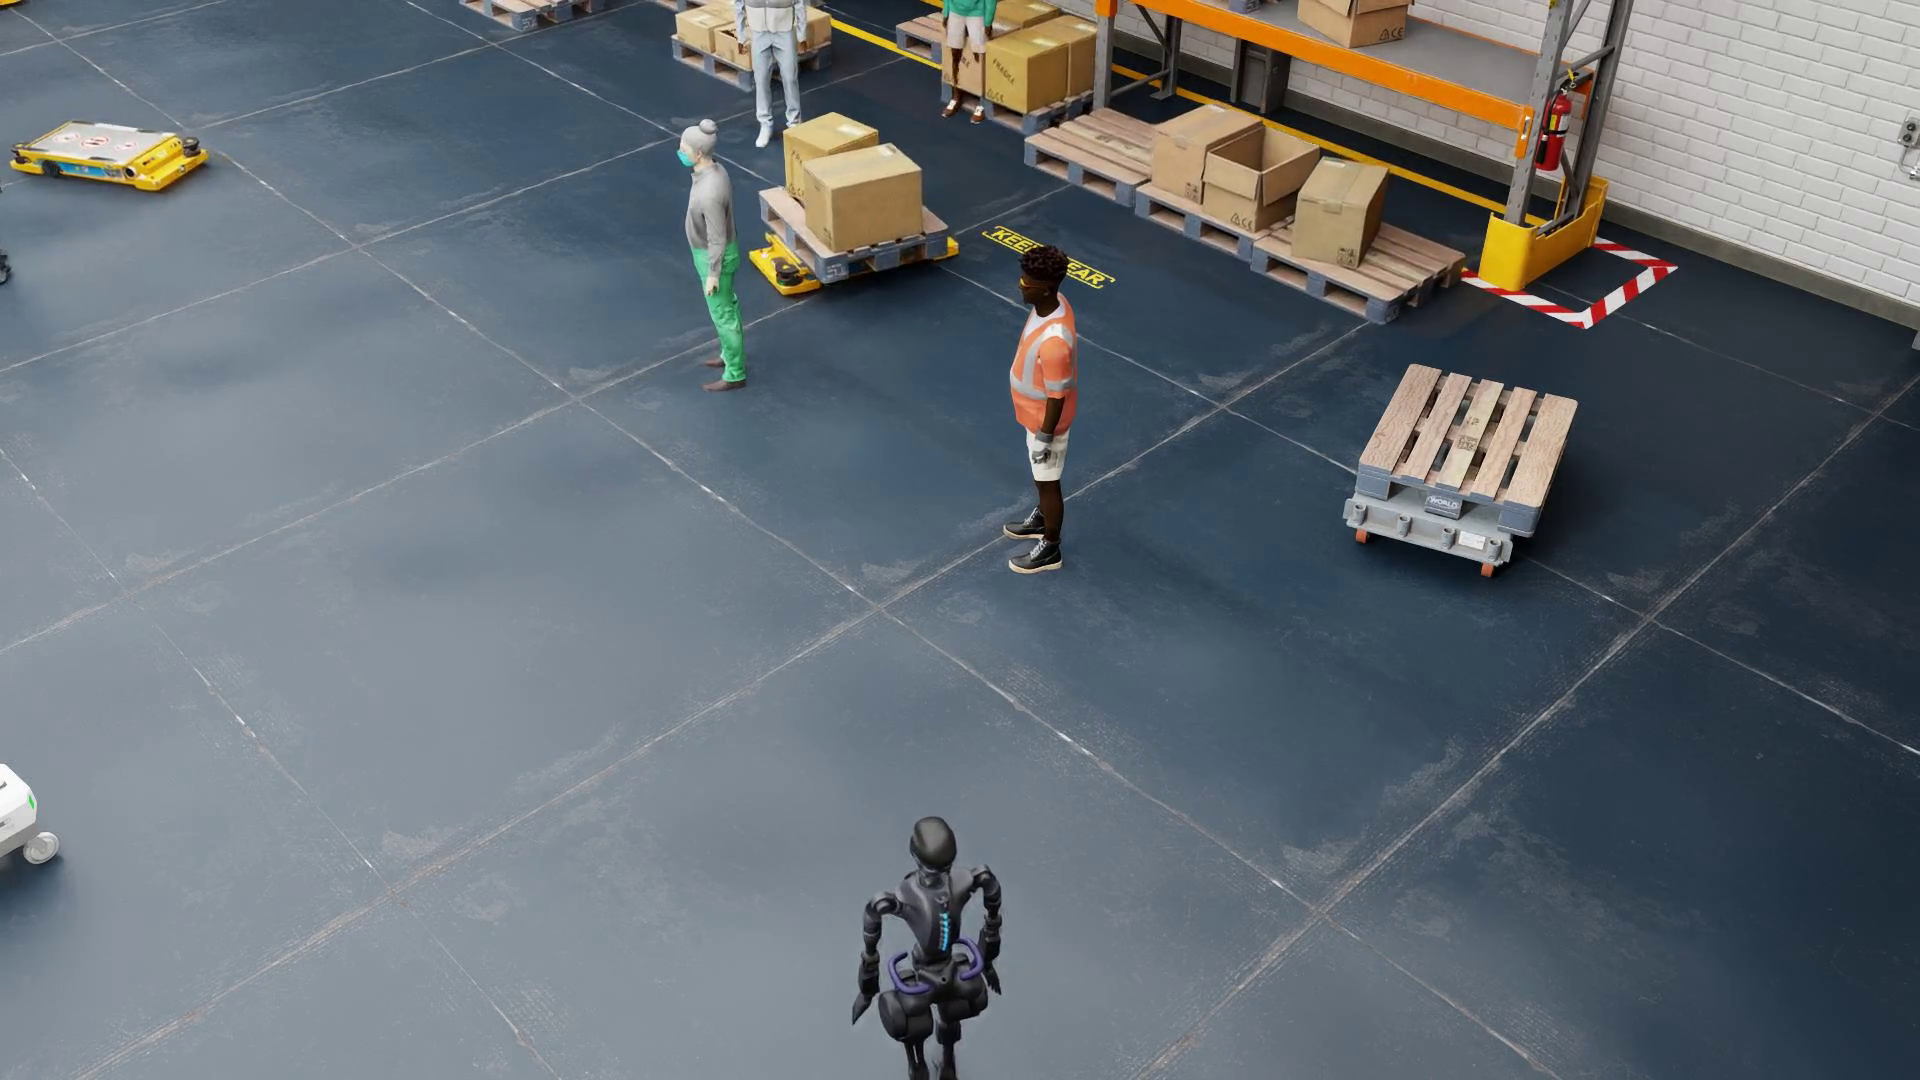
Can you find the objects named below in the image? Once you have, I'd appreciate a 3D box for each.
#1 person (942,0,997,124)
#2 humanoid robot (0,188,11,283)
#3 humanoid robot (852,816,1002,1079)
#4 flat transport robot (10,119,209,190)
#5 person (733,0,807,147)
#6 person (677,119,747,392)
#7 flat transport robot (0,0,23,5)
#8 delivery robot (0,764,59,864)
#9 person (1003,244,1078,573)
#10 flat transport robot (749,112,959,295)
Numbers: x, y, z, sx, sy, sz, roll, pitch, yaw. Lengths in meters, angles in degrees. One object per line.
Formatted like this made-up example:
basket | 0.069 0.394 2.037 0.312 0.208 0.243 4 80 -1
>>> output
person | 0.093 -4.503 14.193 0.502 1.843 0.395 19 41 24
humanoid robot | -7.192 -2.658 11.884 0.598 1.642 0.378 1 37 1
humanoid robot | -0.129 1.629 6.214 0.584 1.646 0.545 -14 39 -17
flat transport robot | -7.042 -3.184 13.749 1.431 0.231 0.659 10 38 13
person | -1.557 -4.188 13.723 0.595 1.909 0.410 0 37 0
person | -1.573 -1.819 10.635 0.325 1.842 0.523 -4 37 -5
flat transport robot | -10.224 -5.739 17.131 0.659 0.231 1.431 -27 45 -31
delivery robot | -4.561 1.387 7.476 0.499 0.614 0.791 26 44 30
person | 0.446 -0.704 9.062 0.368 1.962 0.606 -2 37 -2
flat transport robot | -0.788 -2.186 12.427 1.431 0.231 0.659 -17 40 -22
